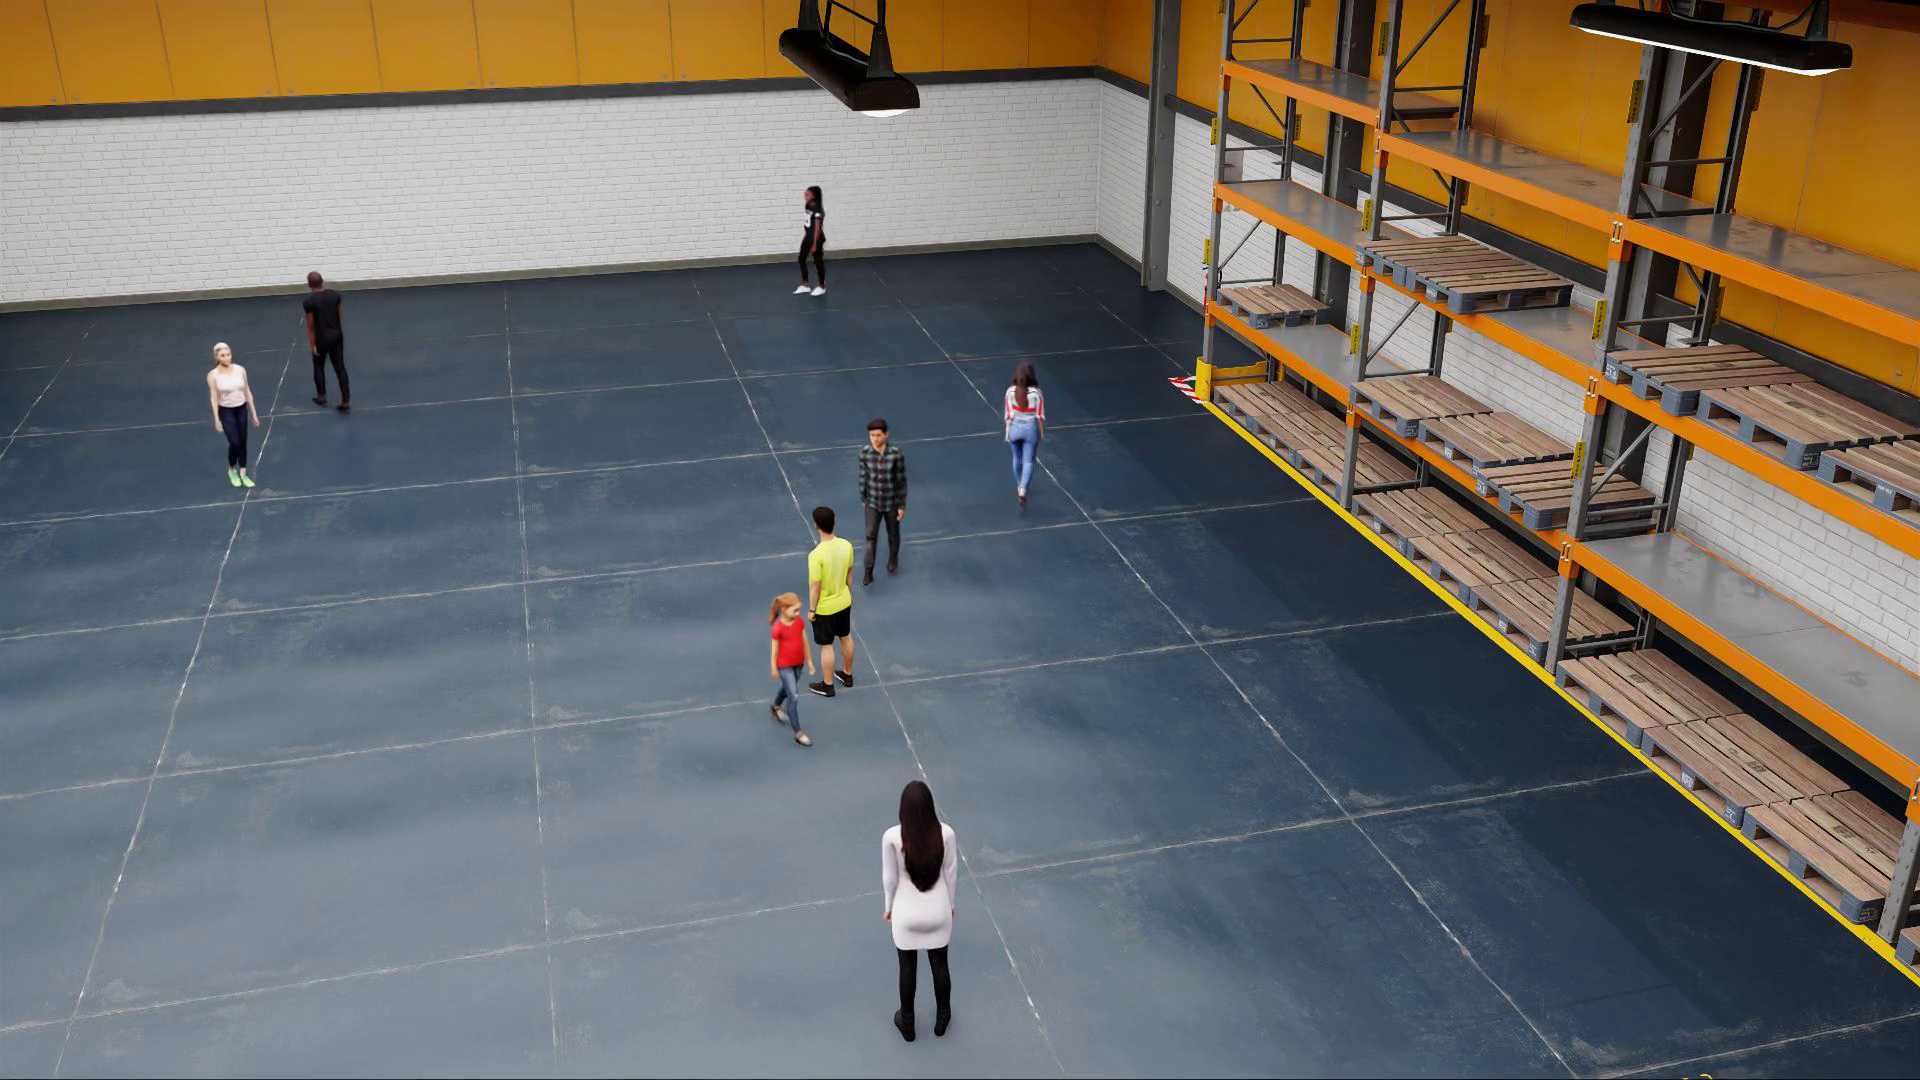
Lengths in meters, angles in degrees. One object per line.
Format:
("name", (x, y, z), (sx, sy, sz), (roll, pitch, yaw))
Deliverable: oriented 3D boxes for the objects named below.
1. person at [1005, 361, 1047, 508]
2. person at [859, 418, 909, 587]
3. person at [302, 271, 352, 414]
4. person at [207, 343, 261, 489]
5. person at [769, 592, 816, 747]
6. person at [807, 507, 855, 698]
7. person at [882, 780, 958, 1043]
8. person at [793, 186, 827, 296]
("person", (0.692, -1.143, 18.225), (0.899, 1.588, 1.114), (5, 24, 11))
("person", (-0.741, -0.421, 16.407), (0.939, 1.679, 1.157), (3, 24, 6))
("person", (-7.945, -2.477, 21.021), (0.945, 1.792, 1.076), (-21, 31, -39))
("person", (-8.221, -1.422, 18.735), (0.756, 1.692, 0.712), (18, 30, 36))
("person", (-1.437, 1.003, 13.698), (0.743, 1.282, 0.938), (-21, 31, -39))
("person", (-1.098, 0.517, 14.280), (0.702, 1.705, 0.700), (-21, 31, -40))
("person", (-0.248, 2.268, 10.148), (0.634, 1.807, 0.570), (-3, 24, -6))
("person", (-2.234, -4.719, 26.240), (0.823, 1.721, 0.778), (-16, 28, -32))
